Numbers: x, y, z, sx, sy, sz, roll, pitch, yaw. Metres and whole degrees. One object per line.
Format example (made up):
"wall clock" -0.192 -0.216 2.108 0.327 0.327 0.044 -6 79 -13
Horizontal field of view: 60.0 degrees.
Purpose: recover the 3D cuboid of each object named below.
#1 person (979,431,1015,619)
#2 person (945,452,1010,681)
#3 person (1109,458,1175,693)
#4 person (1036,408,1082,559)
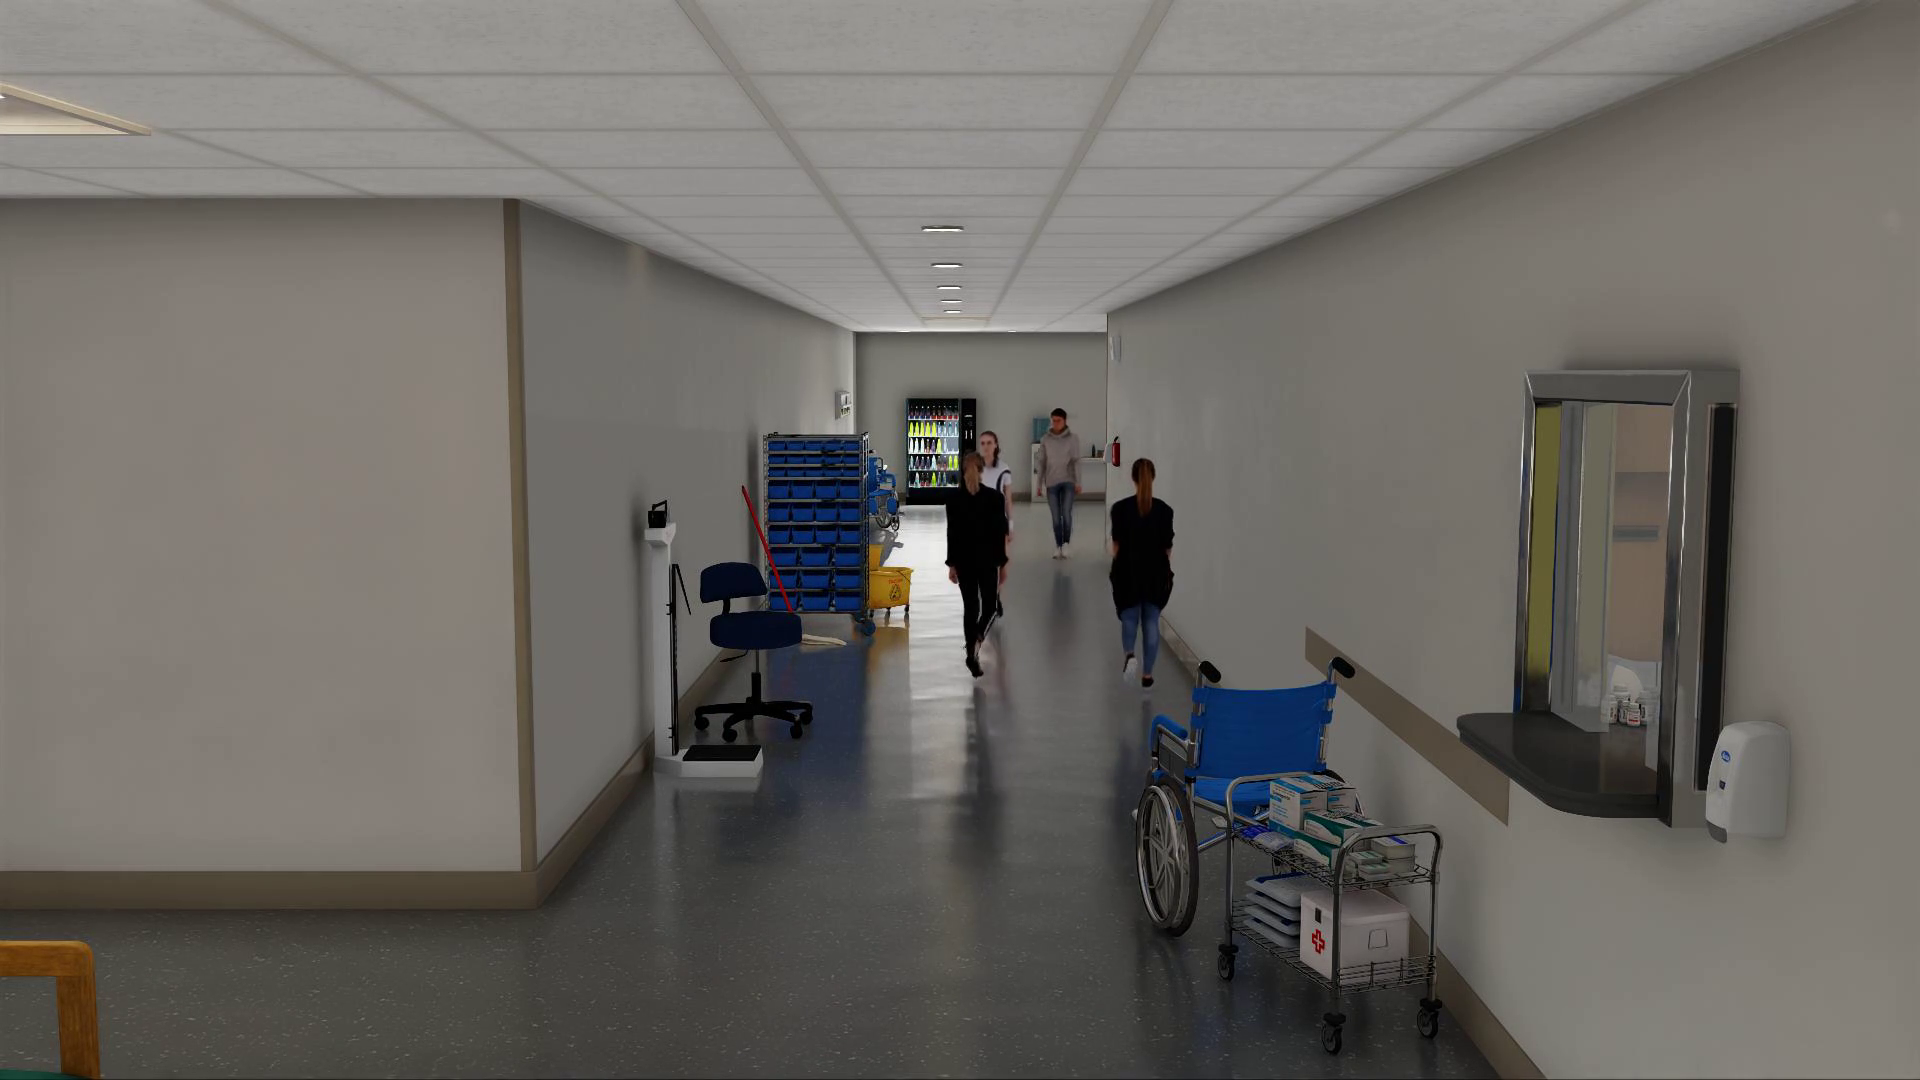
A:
"person" 0.292 -0.127 15.304 0.603 1.738 0.702 1 6 10
"person" 0.118 0.217 12.121 0.898 1.692 0.782 1 6 10
"person" 1.278 0.270 11.701 0.854 1.670 0.754 1 6 9
"person" 1.255 -0.683 20.321 0.711 1.840 0.838 2 6 17
